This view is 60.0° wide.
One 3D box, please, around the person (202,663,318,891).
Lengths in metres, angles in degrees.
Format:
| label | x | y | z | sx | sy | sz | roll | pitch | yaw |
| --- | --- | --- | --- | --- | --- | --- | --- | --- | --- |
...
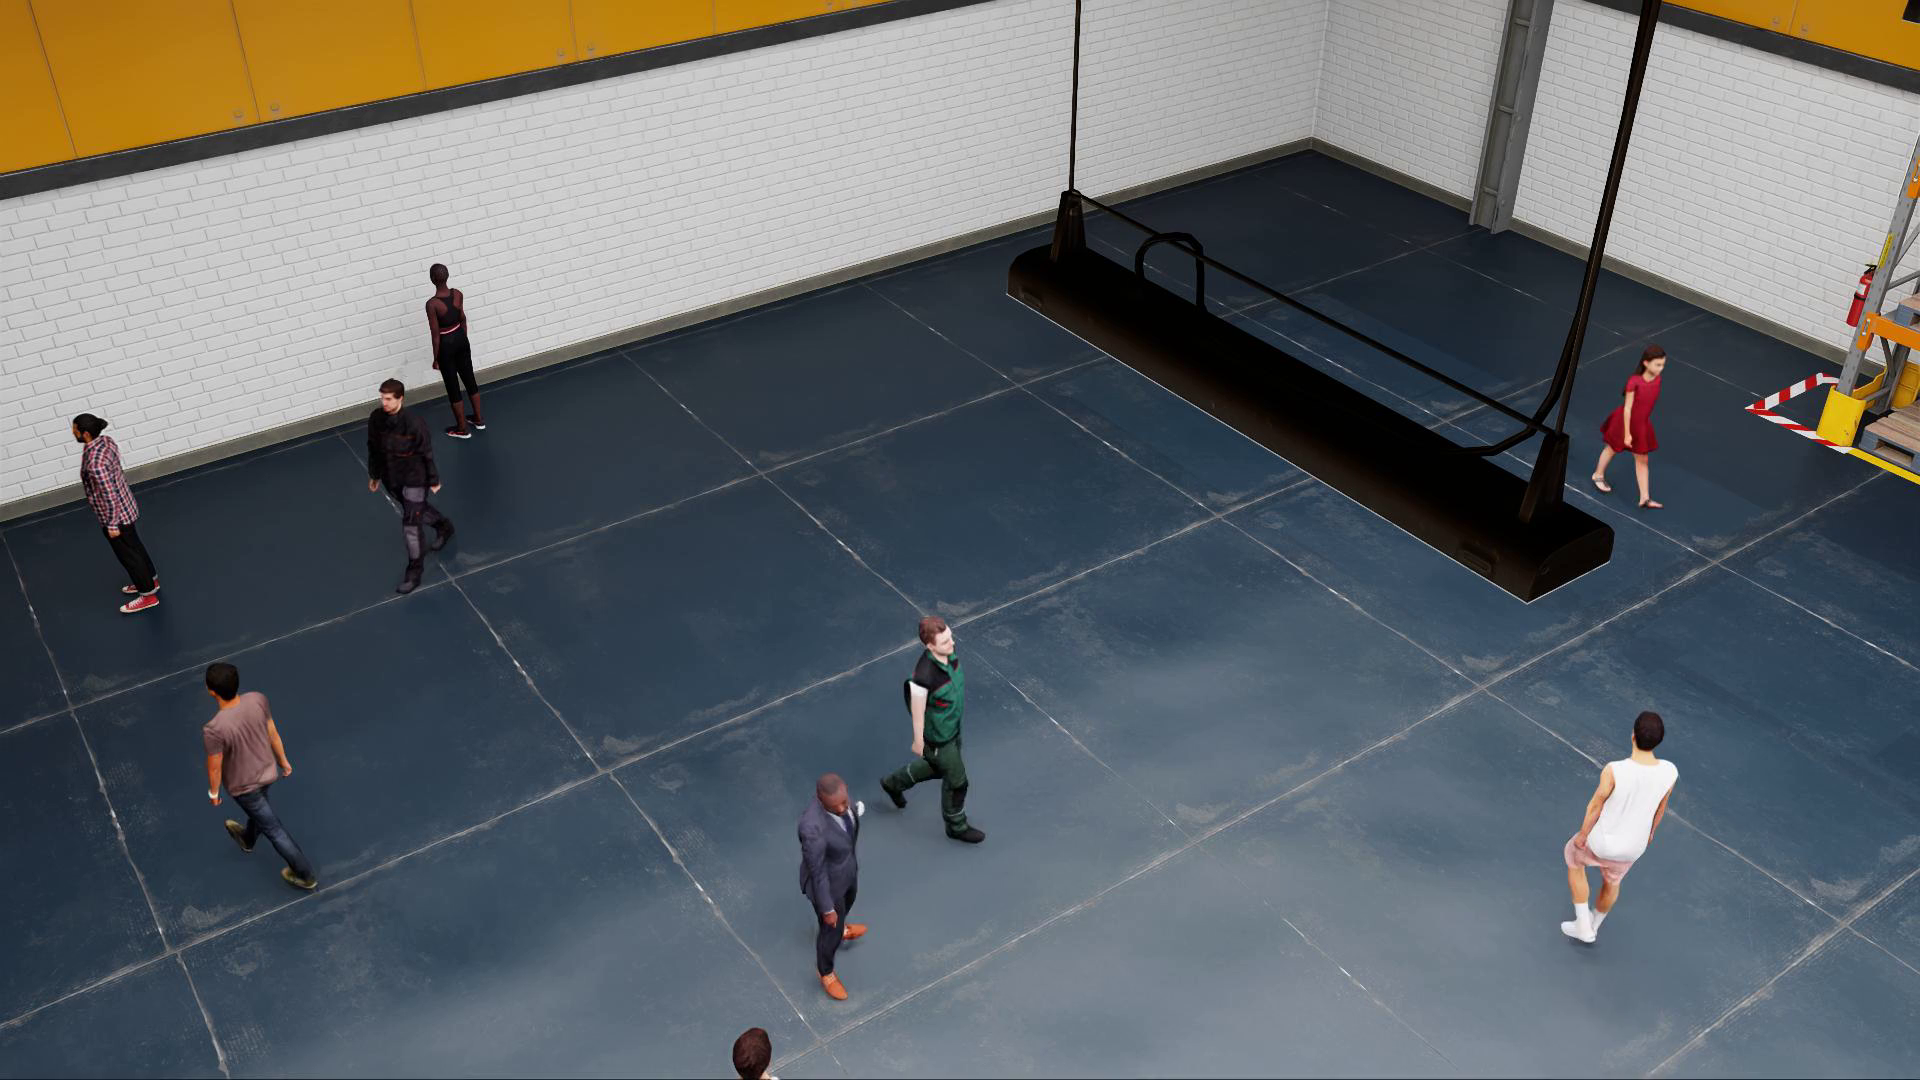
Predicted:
| label | x | y | z | sx | sy | sz | roll | pitch | yaw |
| --- | --- | --- | --- | --- | --- | --- | --- | --- | --- |
| person | -4.468 | 1.560 | 10.672 | 1.179 | 1.742 | 0.995 | 14 | 36 | 20 |

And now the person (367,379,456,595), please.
| label | x | y | z | sx | sy | sz | roll | pitch | yaw |
| --- | --- | --- | --- | --- | --- | --- | --- | --- | --- |
| person | -4.526 | -0.541 | 13.783 | 1.235 | 1.796 | 1.158 | 14 | 36 | 20 |

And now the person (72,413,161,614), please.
| label | x | y | z | sx | sy | sz | roll | pitch | yaw |
| --- | --- | --- | --- | --- | --- | --- | --- | --- | --- |
| person | -6.795 | -0.241 | 13.365 | 0.812 | 1.761 | 0.610 | -12 | 35 | -17 |

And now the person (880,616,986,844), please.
| label | x | y | z | sx | sy | sz | roll | pitch | yaw |
| --- | --- | --- | --- | --- | --- | --- | --- | --- | --- |
| person | -0.196 | 1.232 | 11.094 | 1.135 | 1.821 | 1.015 | 11 | 35 | 16 |

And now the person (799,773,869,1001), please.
| label | x | y | z | sx | sy | sz | roll | pitch | yaw |
| --- | --- | --- | --- | --- | --- | --- | --- | --- | --- |
| person | -0.796 | 1.999 | 9.973 | 0.929 | 1.786 | 0.938 | 3 | 34 | 5 |

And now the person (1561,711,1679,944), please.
| label | x | y | z | sx | sy | sz | roll | pitch | yaw |
| --- | --- | --- | --- | --- | --- | --- | --- | --- | --- |
| person | 4.041 | 1.854 | 10.199 | 0.814 | 1.777 | 0.855 | -1 | 34 | -1 |

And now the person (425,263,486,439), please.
| label | x | y | z | sx | sy | sz | roll | pitch | yaw |
| --- | --- | --- | --- | --- | --- | --- | --- | --- | --- |
| person | -4.789 | -1.800 | 15.713 | 0.646 | 1.758 | 0.660 | 20 | 39 | 28 |

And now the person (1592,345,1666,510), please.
| label | x | y | z | sx | sy | sz | roll | pitch | yaw |
| --- | --- | --- | --- | --- | --- | --- | --- | --- | --- |
| person | 5.931 | -1.063 | 14.825 | 0.758 | 1.513 | 1.089 | -9 | 35 | -14 |
